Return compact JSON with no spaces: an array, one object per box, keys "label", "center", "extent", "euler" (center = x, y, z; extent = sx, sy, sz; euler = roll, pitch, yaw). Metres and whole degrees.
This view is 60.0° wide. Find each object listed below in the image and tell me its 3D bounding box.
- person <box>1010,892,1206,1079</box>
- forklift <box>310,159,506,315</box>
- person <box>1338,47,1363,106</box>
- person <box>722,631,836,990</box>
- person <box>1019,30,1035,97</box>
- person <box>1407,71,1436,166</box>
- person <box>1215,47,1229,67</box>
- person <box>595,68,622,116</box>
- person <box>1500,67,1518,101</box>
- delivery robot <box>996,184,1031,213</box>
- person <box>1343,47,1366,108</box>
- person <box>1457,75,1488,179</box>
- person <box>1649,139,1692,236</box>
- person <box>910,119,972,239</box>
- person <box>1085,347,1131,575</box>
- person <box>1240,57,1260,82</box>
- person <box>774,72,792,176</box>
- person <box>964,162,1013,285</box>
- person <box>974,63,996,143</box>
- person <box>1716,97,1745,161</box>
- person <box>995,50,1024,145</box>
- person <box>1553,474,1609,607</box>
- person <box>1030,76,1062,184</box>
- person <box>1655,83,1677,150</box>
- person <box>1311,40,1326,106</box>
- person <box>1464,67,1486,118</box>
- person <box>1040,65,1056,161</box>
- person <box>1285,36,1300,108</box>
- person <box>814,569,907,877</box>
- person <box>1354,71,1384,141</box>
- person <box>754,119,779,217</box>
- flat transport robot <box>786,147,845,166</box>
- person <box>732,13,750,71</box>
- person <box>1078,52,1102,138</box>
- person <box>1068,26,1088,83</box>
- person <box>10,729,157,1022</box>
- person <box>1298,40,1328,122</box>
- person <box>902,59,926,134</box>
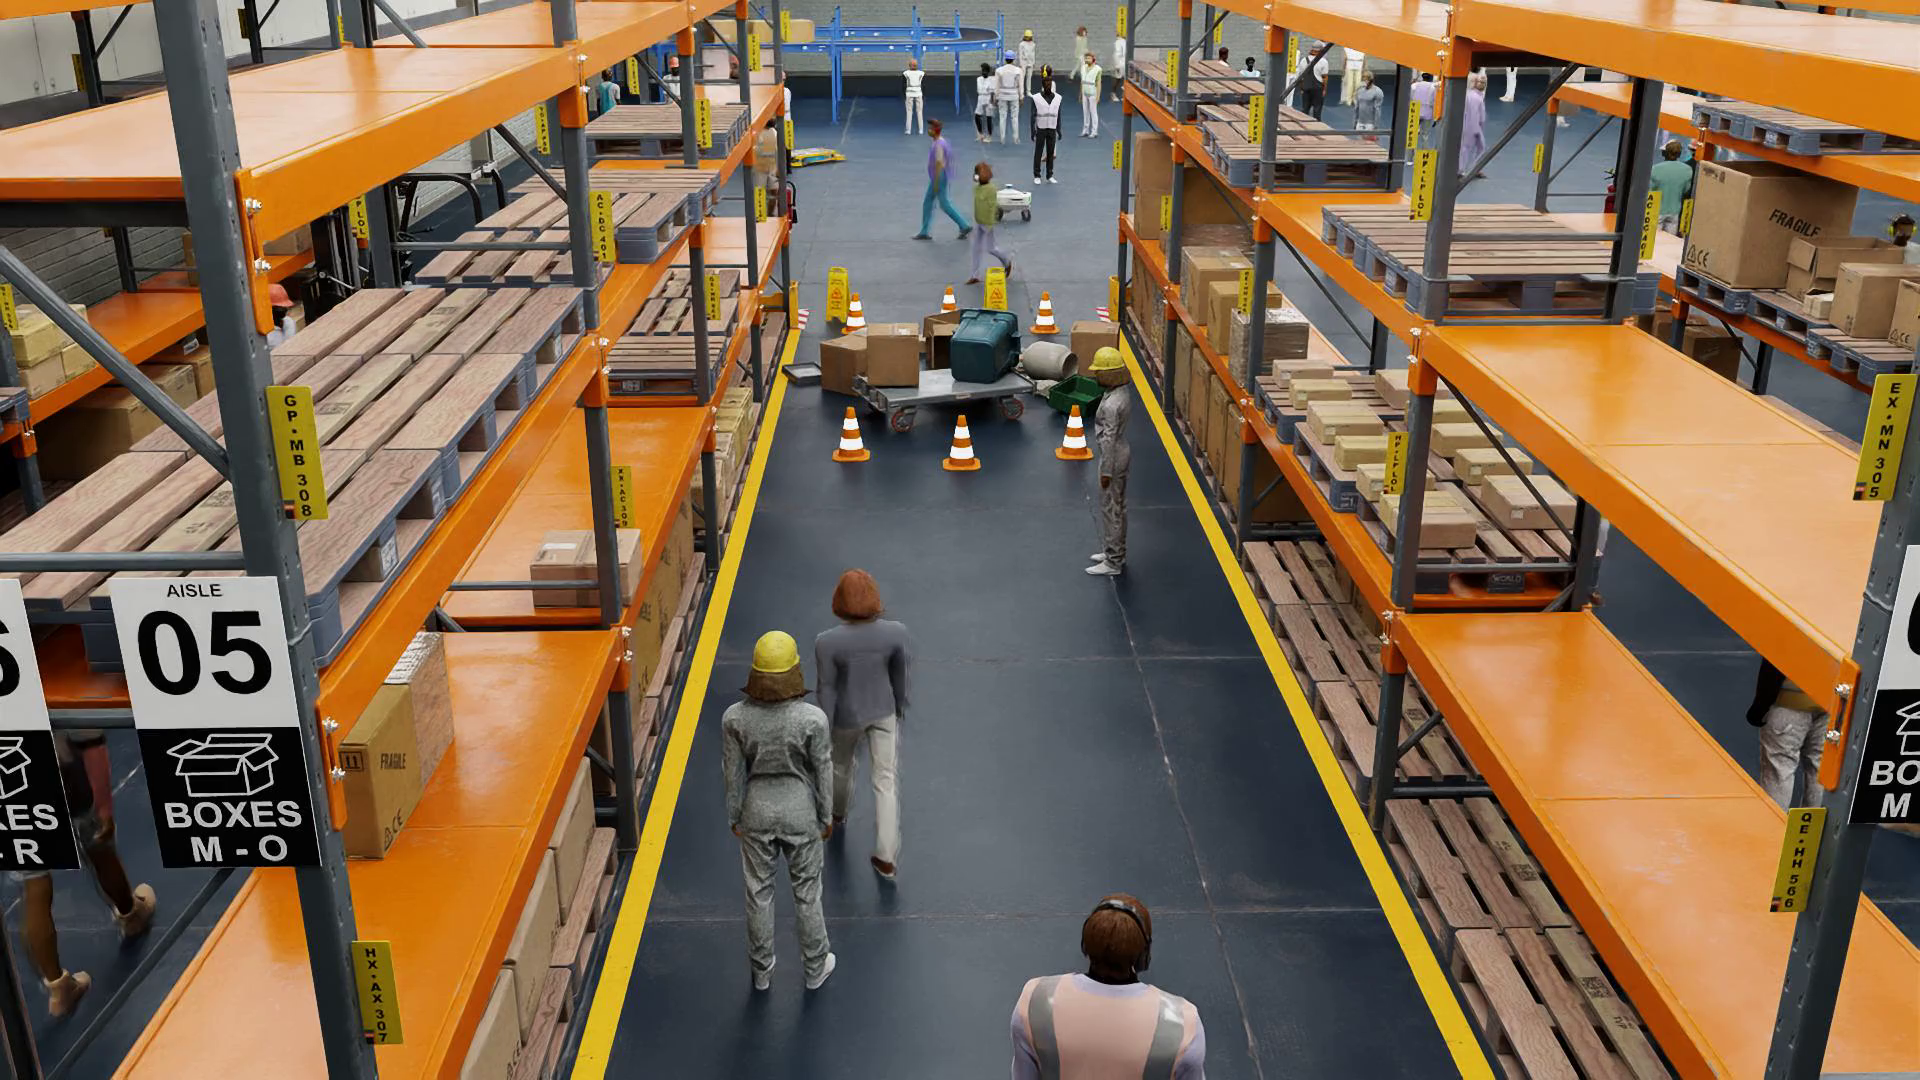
[{"label":"person","center":[0.484,1.973,5.422],"extent":[0.633,1.838,0.429],"euler":[5,21,13]},{"label":"forklift","center":[-5.622,-2.910,17.832],"extent":[2.313,2.155,1.214],"euler":[-1,21,-1]},{"label":"person","center":[10.071,-12.085,42.478],"extent":[0.831,1.919,0.599],"euler":[-17,27,-38]},{"label":"person","center":[-0.809,1.227,7.526],"extent":[0.492,1.740,0.325],"euler":[1,21,2]},{"label":"person","center":[1.797,-12.700,44.340],"extent":[0.487,1.740,0.313],"euler":[-12,24,-28]},{"label":"person","center":[8.976,-8.236,32.297],"extent":[0.588,1.918,0.406],"euler":[10,23,25]},{"label":"person","center":[5.702,-9.878,36.656],"extent":[0.413,1.906,0.601],"euler":[-10,23,-25]},{"label":"person","center":[-6.860,-8.319,32.614],"extent":[0.508,1.846,0.345],"euler":[3,21,8]},{"label":"person","center":[14.387,-12.392,43.384],"extent":[0.429,1.846,0.627],"euler":[3,21,7]},{"label":"delivery robot","center":[0.790,-5.470,26.749],"extent":[0.707,0.478,0.477],"euler":[0,21,0]},{"label":"person","center":[9.940,-11.845,41.957],"extent":[0.591,1.825,0.470],"euler":[1,21,3]},{"label":"person","center":[9.535,-7.568,30.565],"extent":[0.730,1.881,0.684],"euler":[7,22,17]},{"label":"person","center":[9.163,-4.231,21.680],"extent":[0.631,1.939,0.370],"euler":[0,21,0]},{"label":"person","center":[-0.273,-5.408,24.974],"extent":[0.894,1.814,0.581],"euler":[-3,21,-7]},{"label":"person","center":[1.098,-0.585,12.334],"extent":[0.322,1.734,0.487],"euler":[5,21,13]},{"label":"person","center":[6.366,-9.806,36.750],"extent":[0.533,1.697,0.319],"euler":[-4,21,-10]},{"label":"person","center":[-3.362,-7.816,31.156],"extent":[0.357,1.936,0.551],"euler":[6,22,16]},{"label":"person","center":[0.380,-4.204,22.057],"extent":[0.663,1.616,0.497],"euler":[-15,26,-35]},{"label":"person","center":[0.521,-9.314,35.480],"extent":[0.534,1.675,0.482],"euler":[14,25,33]},{"label":"person","center":[15.002,-8.236,32.315],"extent":[0.723,1.911,0.683],"euler":[-6,22,-15]},{"label":"person","center":[1.041,-9.374,35.261],"extent":[0.616,1.945,0.404],"euler":[2,21,6]},{"label":"person","center":[4.471,-0.436,11.784],"extent":[0.564,1.840,0.784],"euler":[-1,21,-1]},{"label":"person","center":[1.558,-7.443,30.196],"extent":[0.598,1.917,0.375],"euler":[-7,22,-18]},{"label":"person","center":[14.502,-8.945,34.379],"extent":[0.528,1.767,0.330],"euler":[-2,21,-5]},{"label":"person","center":[9.176,-12.041,42.328],"extent":[0.377,1.932,0.552],"euler":[10,23,25]},{"label":"person","center":[11.240,-9.716,36.482],"extent":[0.483,1.713,0.827],"euler":[4,21,9]},{"label":"person","center":[1.725,-8.446,32.940],"extent":[0.331,1.860,0.498],"euler":[8,22,21]},{"label":"person","center":[7.944,-11.145,40.033],"extent":[0.575,1.882,0.355],"euler":[-14,25,-33]},{"label":"person","center":[-0.519,0.892,8.614],"extent":[0.520,1.582,0.872],"euler":[-8,22,-20]},{"label":"person","center":[7.565,-7.738,30.973],"extent":[0.392,1.928,0.633],"euler":[-12,24,-30]},{"label":"person","center":[-3.028,-5.726,25.725],"extent":[0.612,1.888,0.390],"euler":[-19,28,-41]},{"label":"flat transport robot","center":[-3.022,-7.559,32.797],"extent":[0.652,0.197,1.431],"euler":[19,28,40]},{"label":"person","center":[-6.369,-14.179,47.925],"extent":[0.783,1.992,0.387],"euler":[6,22,16]},{"label":"person","center":[2.859,-9.725,36.349],"extent":[0.390,1.836,0.560],"euler":[-18,27,-39]},{"label":"person","center":[3.455,-13.974,47.902],"extent":[0.821,1.597,0.506],"euler":[12,24,28]},{"label":"person","center":[-4.090,1.090,7.533],"extent":[0.613,2.003,0.976],"euler":[-4,21,-11]},{"label":"person","center":[7.821,-9.971,36.708],"extent":[0.682,2.000,0.536],"euler":[16,26,37]},{"label":"person","center":[-1.020,-9.866,37.013],"extent":[0.528,1.626,0.325],"euler":[-4,21,-9]}]
